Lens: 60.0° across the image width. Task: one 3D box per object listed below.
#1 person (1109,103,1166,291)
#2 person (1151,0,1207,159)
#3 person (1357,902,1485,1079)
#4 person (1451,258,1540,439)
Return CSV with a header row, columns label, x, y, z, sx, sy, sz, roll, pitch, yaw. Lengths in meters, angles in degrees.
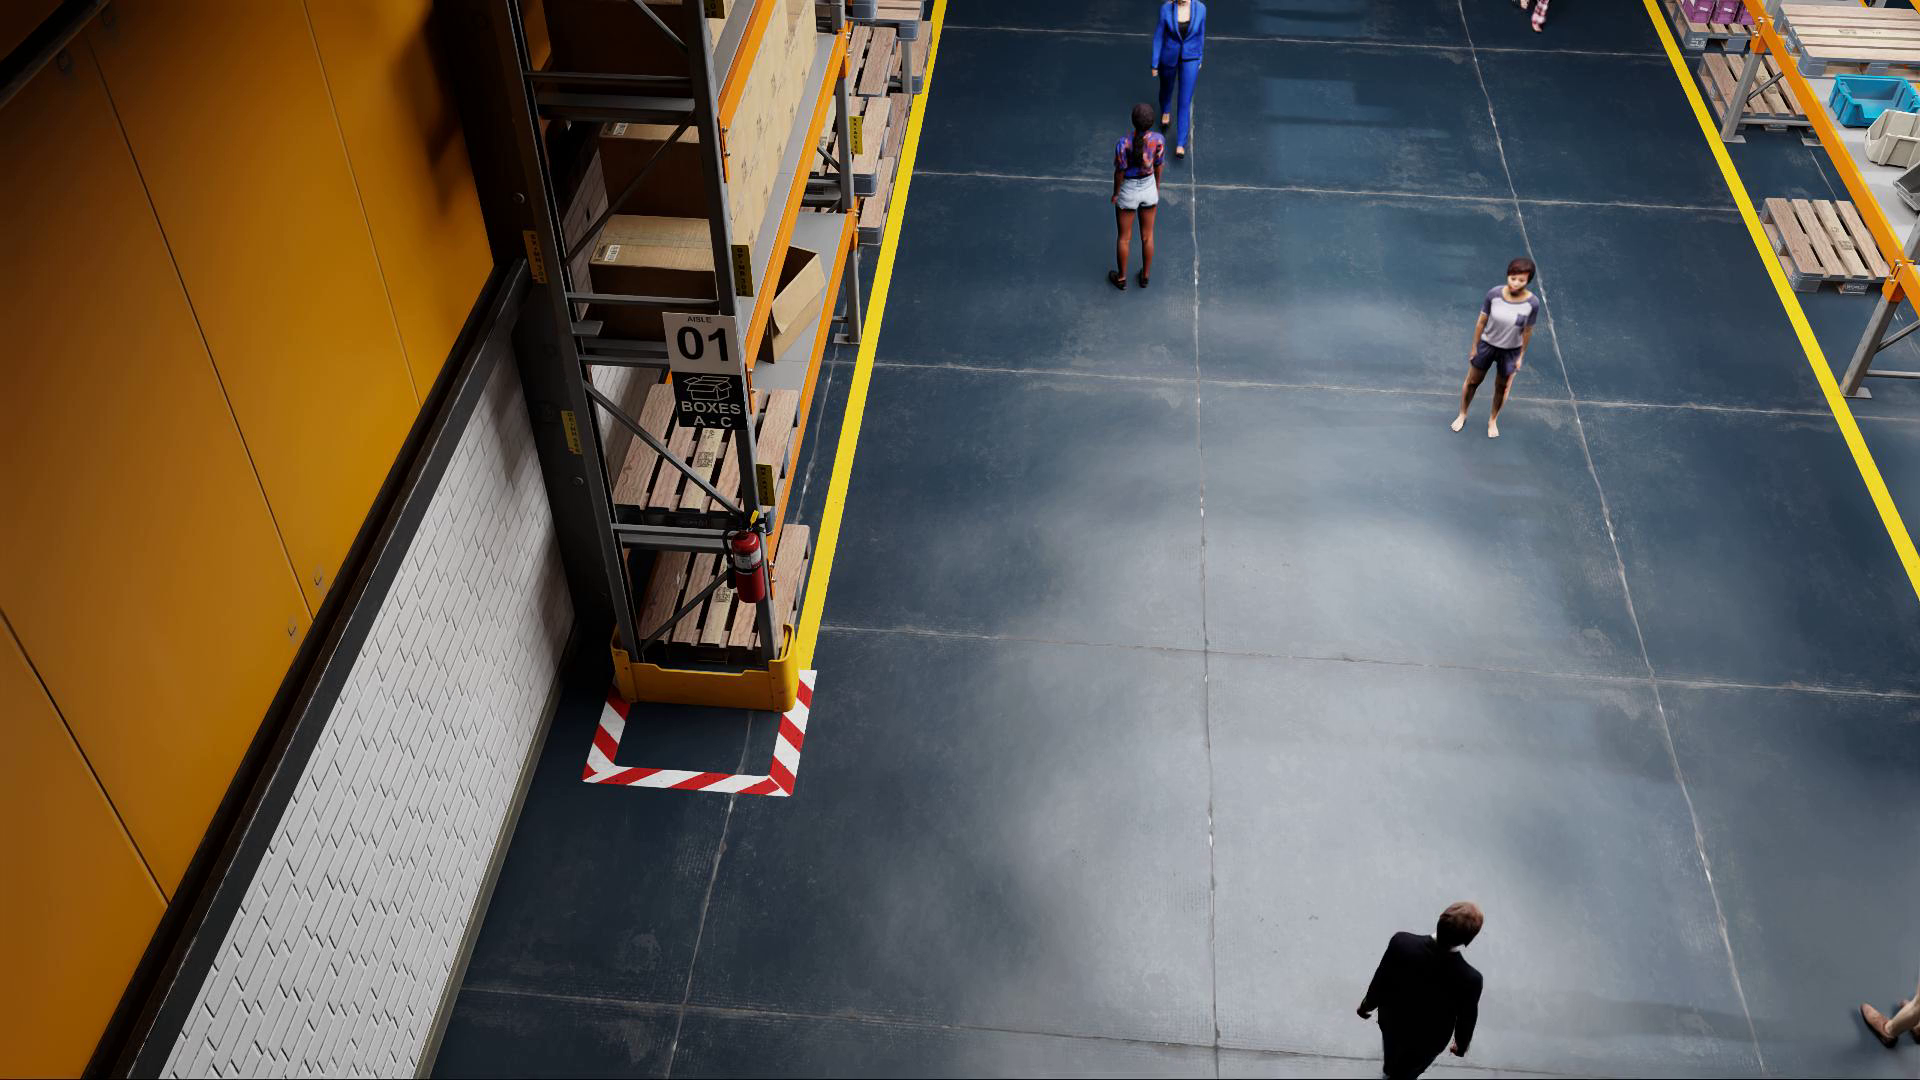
label,x,y,z,sx,sy,sz,roll,pitch,yaw
person,1.488,-2.892,13.977,0.638,1.741,0.597,-7,44,-7
person,2.055,-4.571,15.806,0.693,1.650,1.171,1,44,1
person,2.245,2.455,8.337,1.116,1.780,1.281,28,50,26
person,4.095,-1.476,12.619,0.612,1.566,0.593,14,45,14
